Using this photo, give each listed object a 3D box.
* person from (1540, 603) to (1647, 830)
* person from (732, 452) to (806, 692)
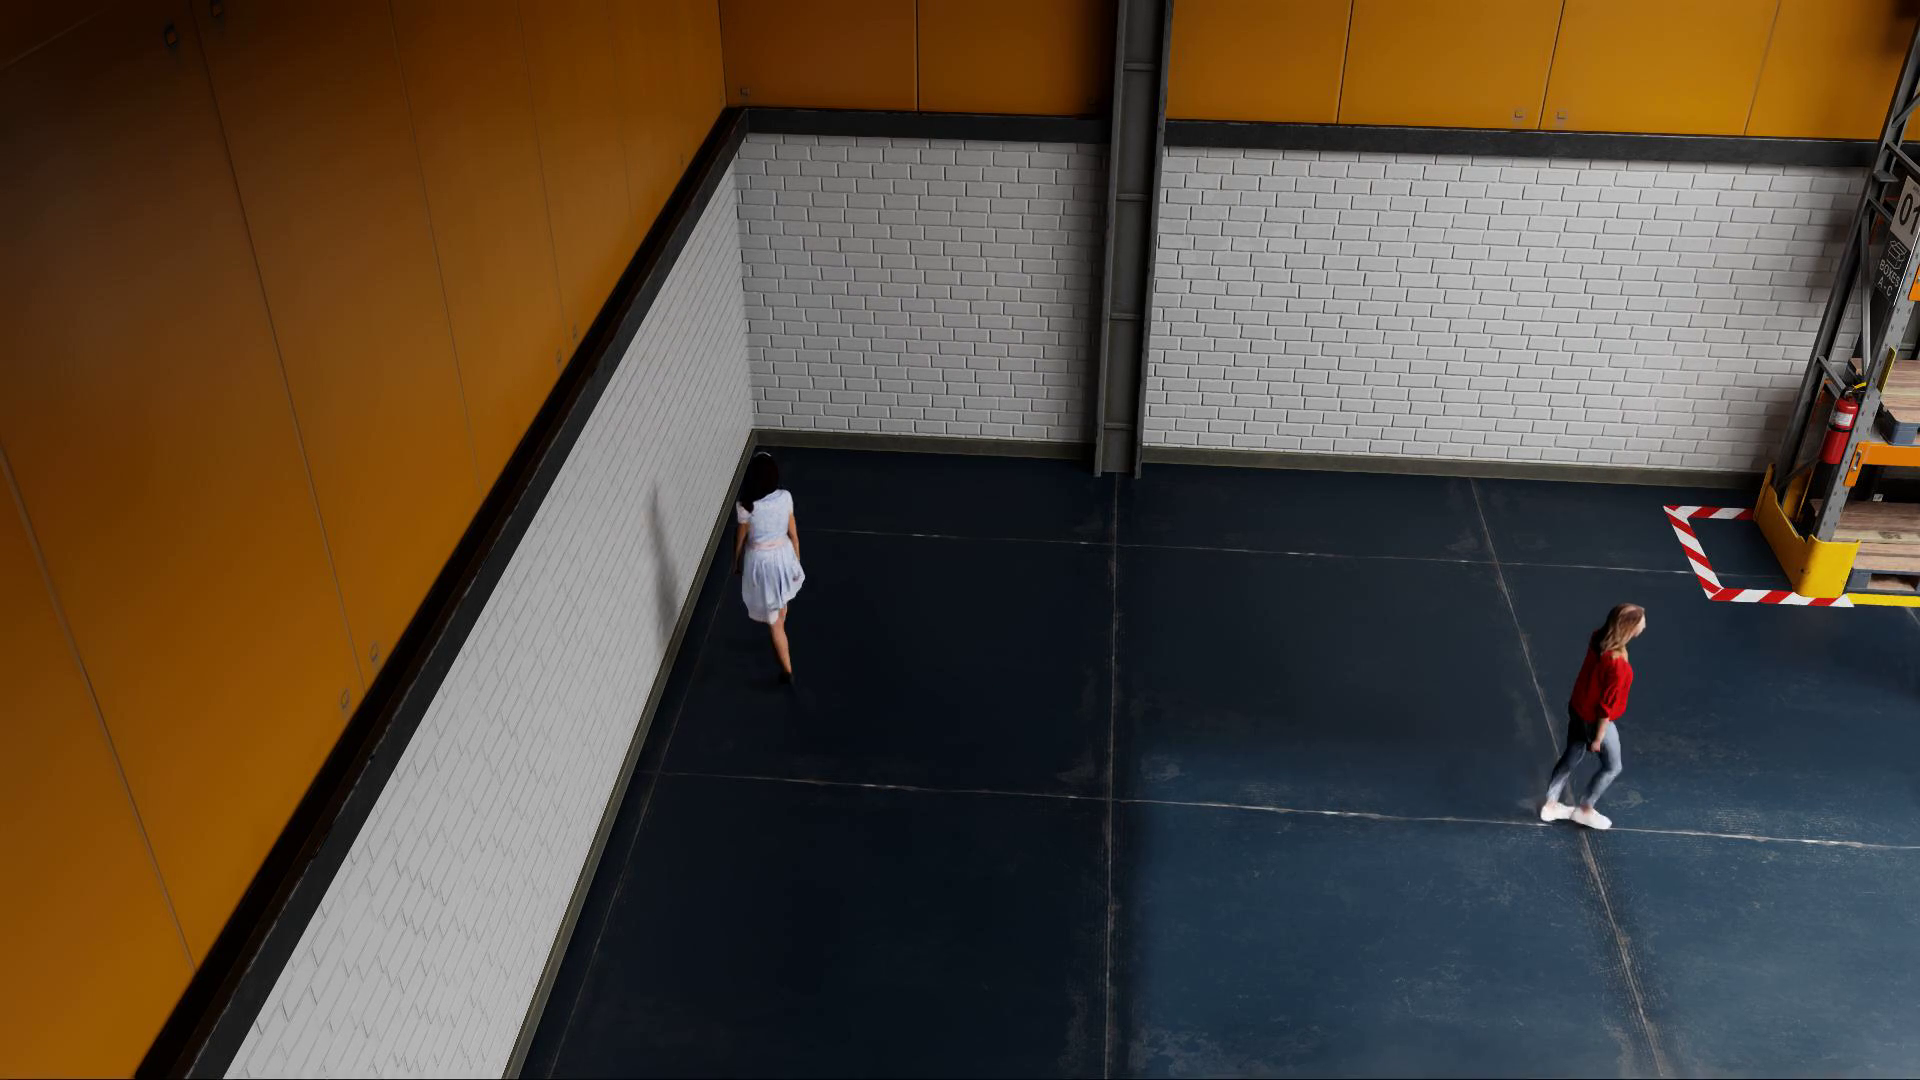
[{"bbox_3d":[3.806,1.087,10.204,0.687,1.692,0.676,-4,34,-5],"label":"person"},{"bbox_3d":[-1.258,0.275,11.339,1.014,1.788,0.986,-15,36,-21],"label":"person"}]
